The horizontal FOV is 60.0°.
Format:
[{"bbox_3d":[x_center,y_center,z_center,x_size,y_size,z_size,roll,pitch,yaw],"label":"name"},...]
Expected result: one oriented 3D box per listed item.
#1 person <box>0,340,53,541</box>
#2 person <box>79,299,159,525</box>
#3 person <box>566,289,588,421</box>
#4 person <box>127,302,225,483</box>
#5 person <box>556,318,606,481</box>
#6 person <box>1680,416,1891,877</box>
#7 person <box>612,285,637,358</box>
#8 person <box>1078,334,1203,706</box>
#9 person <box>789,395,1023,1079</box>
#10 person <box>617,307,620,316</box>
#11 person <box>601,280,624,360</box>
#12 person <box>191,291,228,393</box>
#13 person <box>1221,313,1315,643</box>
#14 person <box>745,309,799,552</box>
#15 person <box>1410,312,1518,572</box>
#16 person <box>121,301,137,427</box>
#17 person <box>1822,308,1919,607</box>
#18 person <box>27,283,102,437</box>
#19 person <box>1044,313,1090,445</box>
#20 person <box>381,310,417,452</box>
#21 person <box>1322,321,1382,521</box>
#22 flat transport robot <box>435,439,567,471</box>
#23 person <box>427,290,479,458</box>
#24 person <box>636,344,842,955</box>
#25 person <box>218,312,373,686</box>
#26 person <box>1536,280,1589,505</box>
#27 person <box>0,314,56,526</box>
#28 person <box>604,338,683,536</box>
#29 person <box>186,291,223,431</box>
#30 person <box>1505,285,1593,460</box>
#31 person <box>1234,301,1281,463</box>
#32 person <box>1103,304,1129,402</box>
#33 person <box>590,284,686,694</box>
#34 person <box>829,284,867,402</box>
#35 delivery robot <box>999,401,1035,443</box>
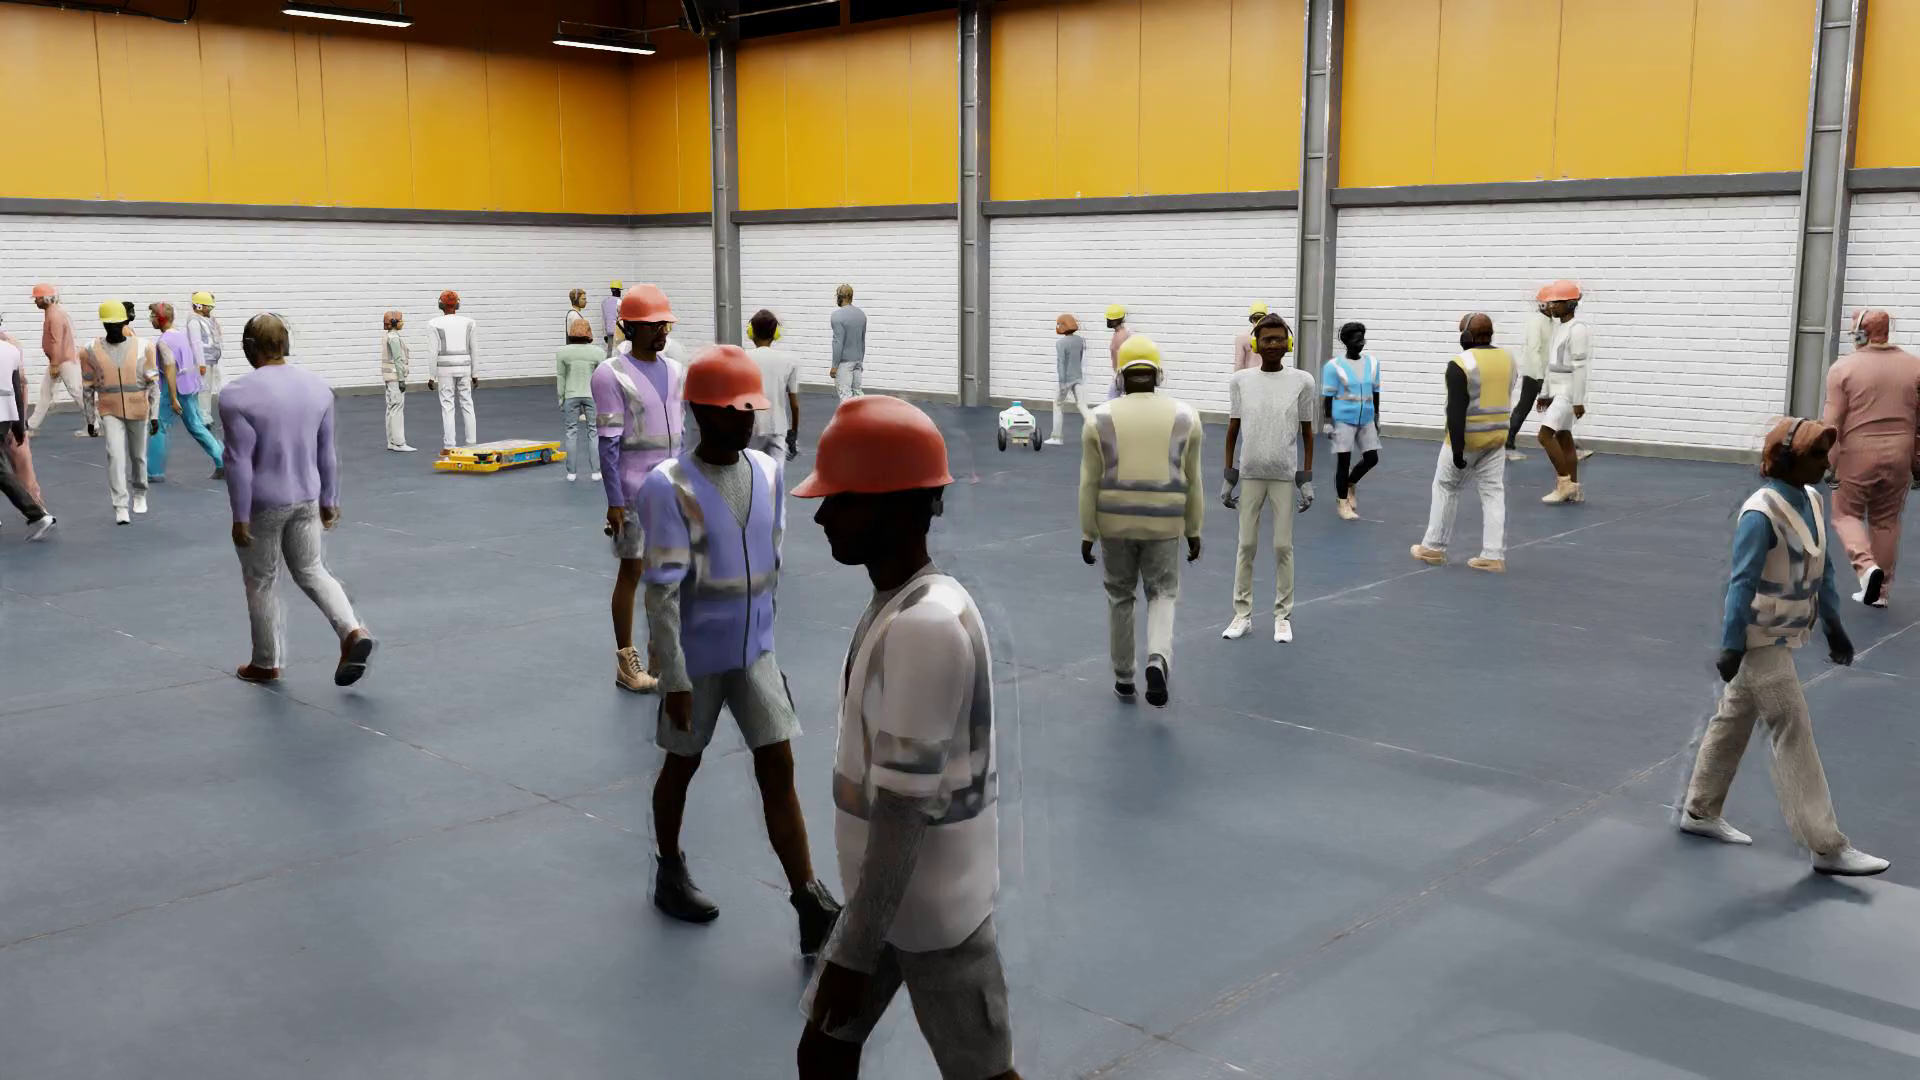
[{"bbox_3d":[-7.535,-0.922,12.973,0.942,1.884,0.604,2,9,12],"label":"person"},{"bbox_3d":[-7.107,-1.105,14.113,0.584,1.881,0.973,-5,10,-26],"label":"person"},{"bbox_3d":[-5.329,-2.579,23.220,0.329,1.844,0.518,-3,10,-16],"label":"person"},{"bbox_3d":[-7.771,-1.466,16.548,0.963,1.803,0.585,-1,9,-5],"label":"person"},{"bbox_3d":[-3.782,-1.399,16.662,0.500,1.629,0.271,-1,9,-8],"label":"person"},{"bbox_3d":[2.978,0.373,5.888,0.825,1.598,0.516,8,12,42],"label":"person"},{"bbox_3d":[-3.761,-1.985,19.326,0.563,1.931,0.427,-6,11,-33],"label":"person"},{"bbox_3d":[0.862,-0.076,7.967,0.601,1.808,0.605,1,9,3],"label":"person"},{"bbox_3d":[-0.043,0.664,3.228,0.992,1.900,0.565,-2,10,-13],"label":"person"},{"bbox_3d":[-4.755,-2.576,23.971,0.840,1.595,0.512,-1,9,-7],"label":"person"},{"bbox_3d":[-6.338,-3.835,30.706,0.588,1.918,0.397,5,11,30],"label":"person"},{"bbox_3d":[-11.193,-2.773,24.562,0.942,1.807,0.634,-8,12,-40],"label":"person"},{"bbox_3d":[1.752,-0.349,9.471,0.534,1.871,0.315,3,10,19],"label":"person"},{"bbox_3d":[-1.437,-0.750,12.076,0.565,1.821,0.925,-3,10,-17],"label":"person"},{"bbox_3d":[3.592,-0.703,11.835,0.636,1.810,0.840,-4,10,-23],"label":"person"},{"bbox_3d":[-11.165,-2.351,22.306,0.321,1.689,0.530,-4,10,-24],"label":"person"},{"bbox_3d":[5.667,-0.485,10.277,0.667,1.880,0.591,1,9,4],"label":"person"},{"bbox_3d":[-11.421,-2.245,20.898,1.049,1.928,0.629,-6,11,-34],"label":"person"},{"bbox_3d":[1.353,-1.902,19.822,0.502,1.596,0.824,-8,12,-41],"label":"person"},{"bbox_3d":[-6.559,-1.843,19.340,0.308,1.641,0.511,-6,11,-31],"label":"person"},{"bbox_3d":[3.297,-1.009,14.075,0.547,1.682,0.410,-3,10,-16],"label":"person"},{"bbox_3d":[-4.904,-0.919,17.861,0.652,0.197,1.431,4,10,23],"label":"flat transport robot"},{"bbox_3d":[-5.689,-1.858,18.683,0.582,1.882,0.338,-7,12,-38],"label":"person"},{"bbox_3d":[-0.697,0.349,5.140,0.574,1.881,1.000,-9,13,-43],"label":"person"},{"bbox_3d":[-3.356,-0.182,8.342,0.846,1.914,0.639,6,11,32],"label":"person"},{"bbox_3d":[5.388,-1.310,14.918,0.544,2.022,0.621,1,9,8],"label":"person"},{"bbox_3d":[-7.814,-1.003,13.503,0.937,1.862,0.654,7,11,36],"label":"person"},{"bbox_3d":[-2.463,-0.961,13.083,0.619,1.906,0.994,2,10,14],"label":"person"},{"bbox_3d":[-9.933,-2.351,21.887,0.403,1.826,0.586,-3,10,-16],"label":"person"},{"bbox_3d":[6.401,-1.804,18.191,1.040,1.935,0.651,9,13,43],"label":"person"},{"bbox_3d":[3.229,-1.705,18.110,0.533,1.767,0.327,-1,9,-5],"label":"person"},{"bbox_3d":[1.972,-1.979,19.990,0.891,1.699,0.563,-1,9,-4],"label":"person"},{"bbox_3d":[-1.562,-0.261,8.403,0.370,2.044,0.608,6,11,31],"label":"person"},{"bbox_3d":[-1.373,-2.157,20.348,0.355,1.938,0.634,6,11,31],"label":"person"},{"bbox_3d":[0.671,-1.390,19.572,0.477,0.478,0.707,-1,10,-6],"label":"delivery robot"}]
